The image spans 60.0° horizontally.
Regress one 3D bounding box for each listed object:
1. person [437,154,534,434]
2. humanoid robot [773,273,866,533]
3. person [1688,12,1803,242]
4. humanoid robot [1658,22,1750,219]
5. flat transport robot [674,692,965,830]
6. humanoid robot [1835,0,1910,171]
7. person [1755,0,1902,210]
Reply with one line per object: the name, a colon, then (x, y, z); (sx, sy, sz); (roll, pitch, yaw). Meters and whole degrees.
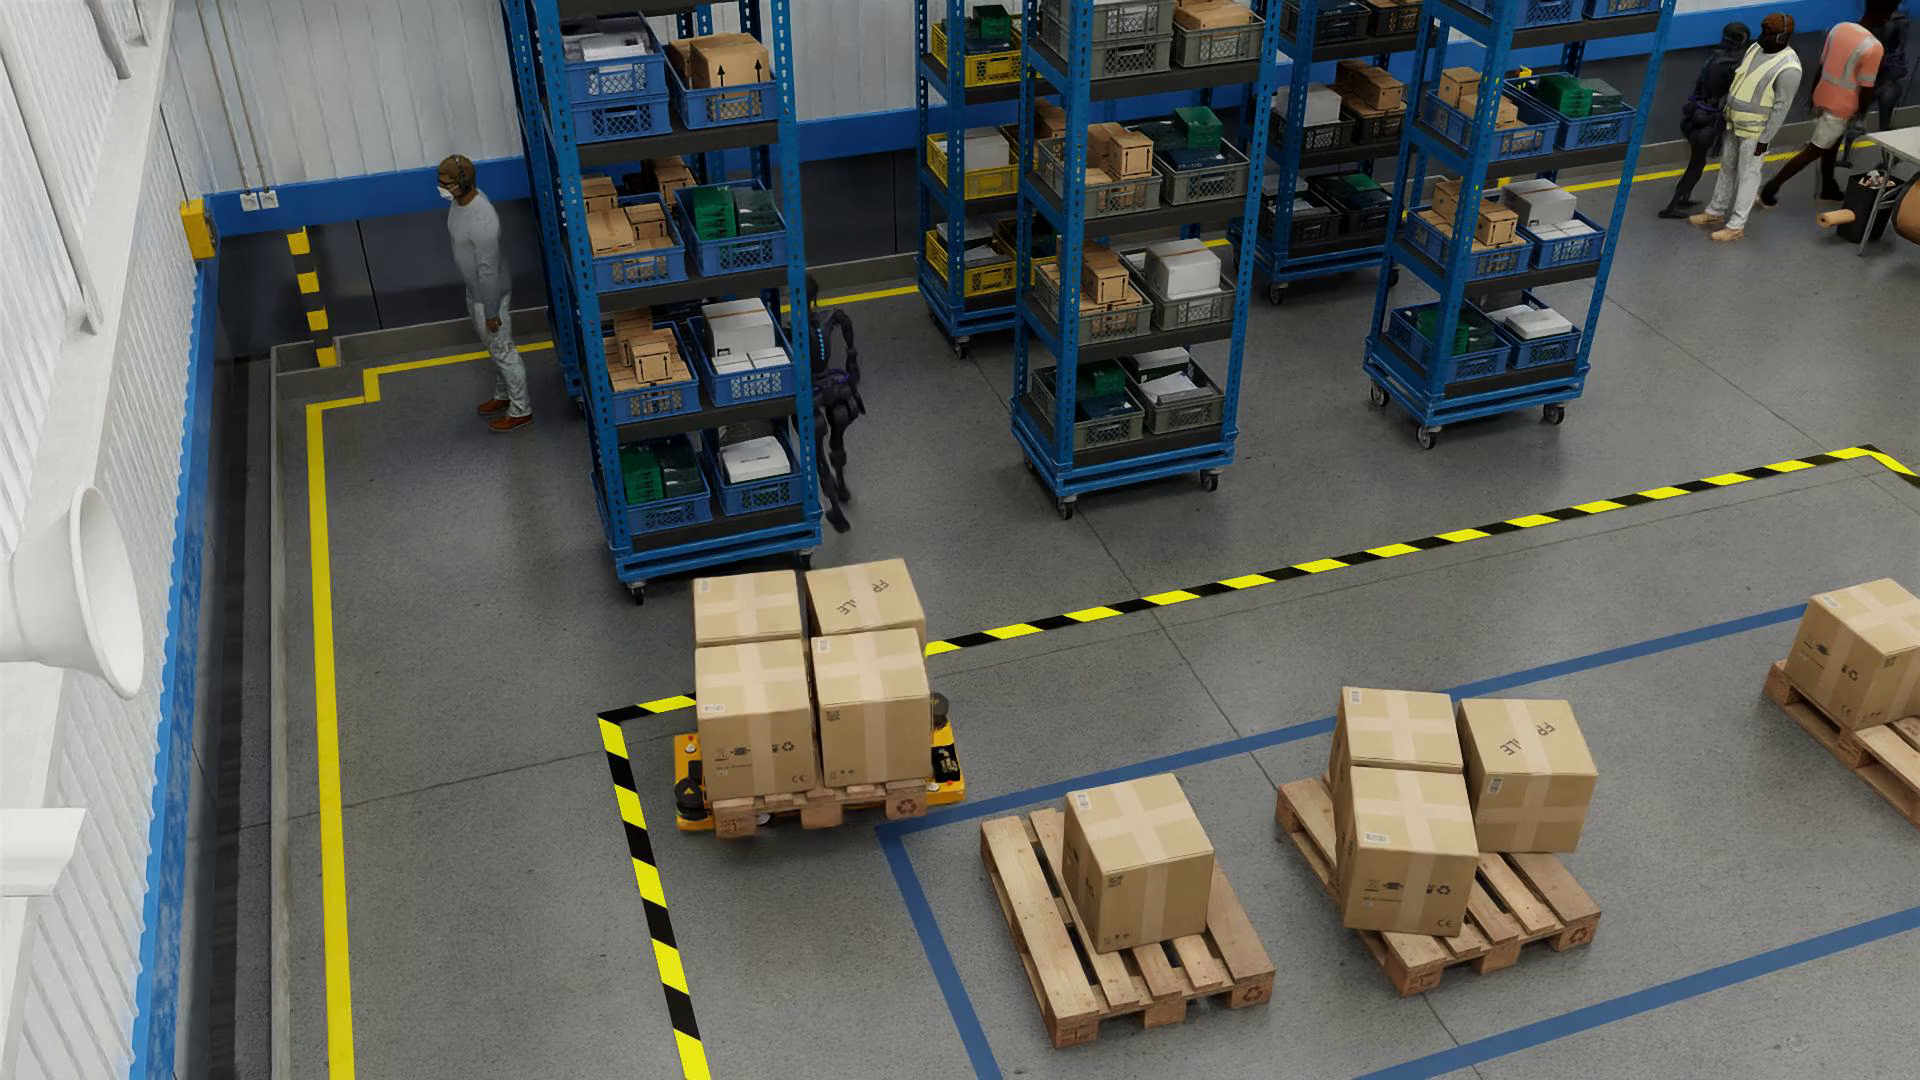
person: (-3.114, -1.617, 10.913); (0.370, 1.932, 0.620); (-15, 38, -20)
humanoid robot: (-0.847, -0.840, 10.033); (0.603, 1.643, 0.532); (-18, 39, -24)
person: (6.355, -3.328, 13.410); (0.429, 1.844, 0.626); (-6, 36, -9)
humanoid robot: (6.174, -3.453, 13.732); (0.461, 1.634, 0.615); (-2, 35, -3)
flat transport robot: (-0.729, 1.110, 8.457); (1.431, 0.197, 0.652); (-5, 36, -7)
humanoid robot: (8.140, -4.059, 14.624); (0.633, 1.640, 0.619); (-3, 35, -5)
person: (7.225, -3.625, 13.774); (0.974, 1.913, 0.615); (-5, 35, -7)
